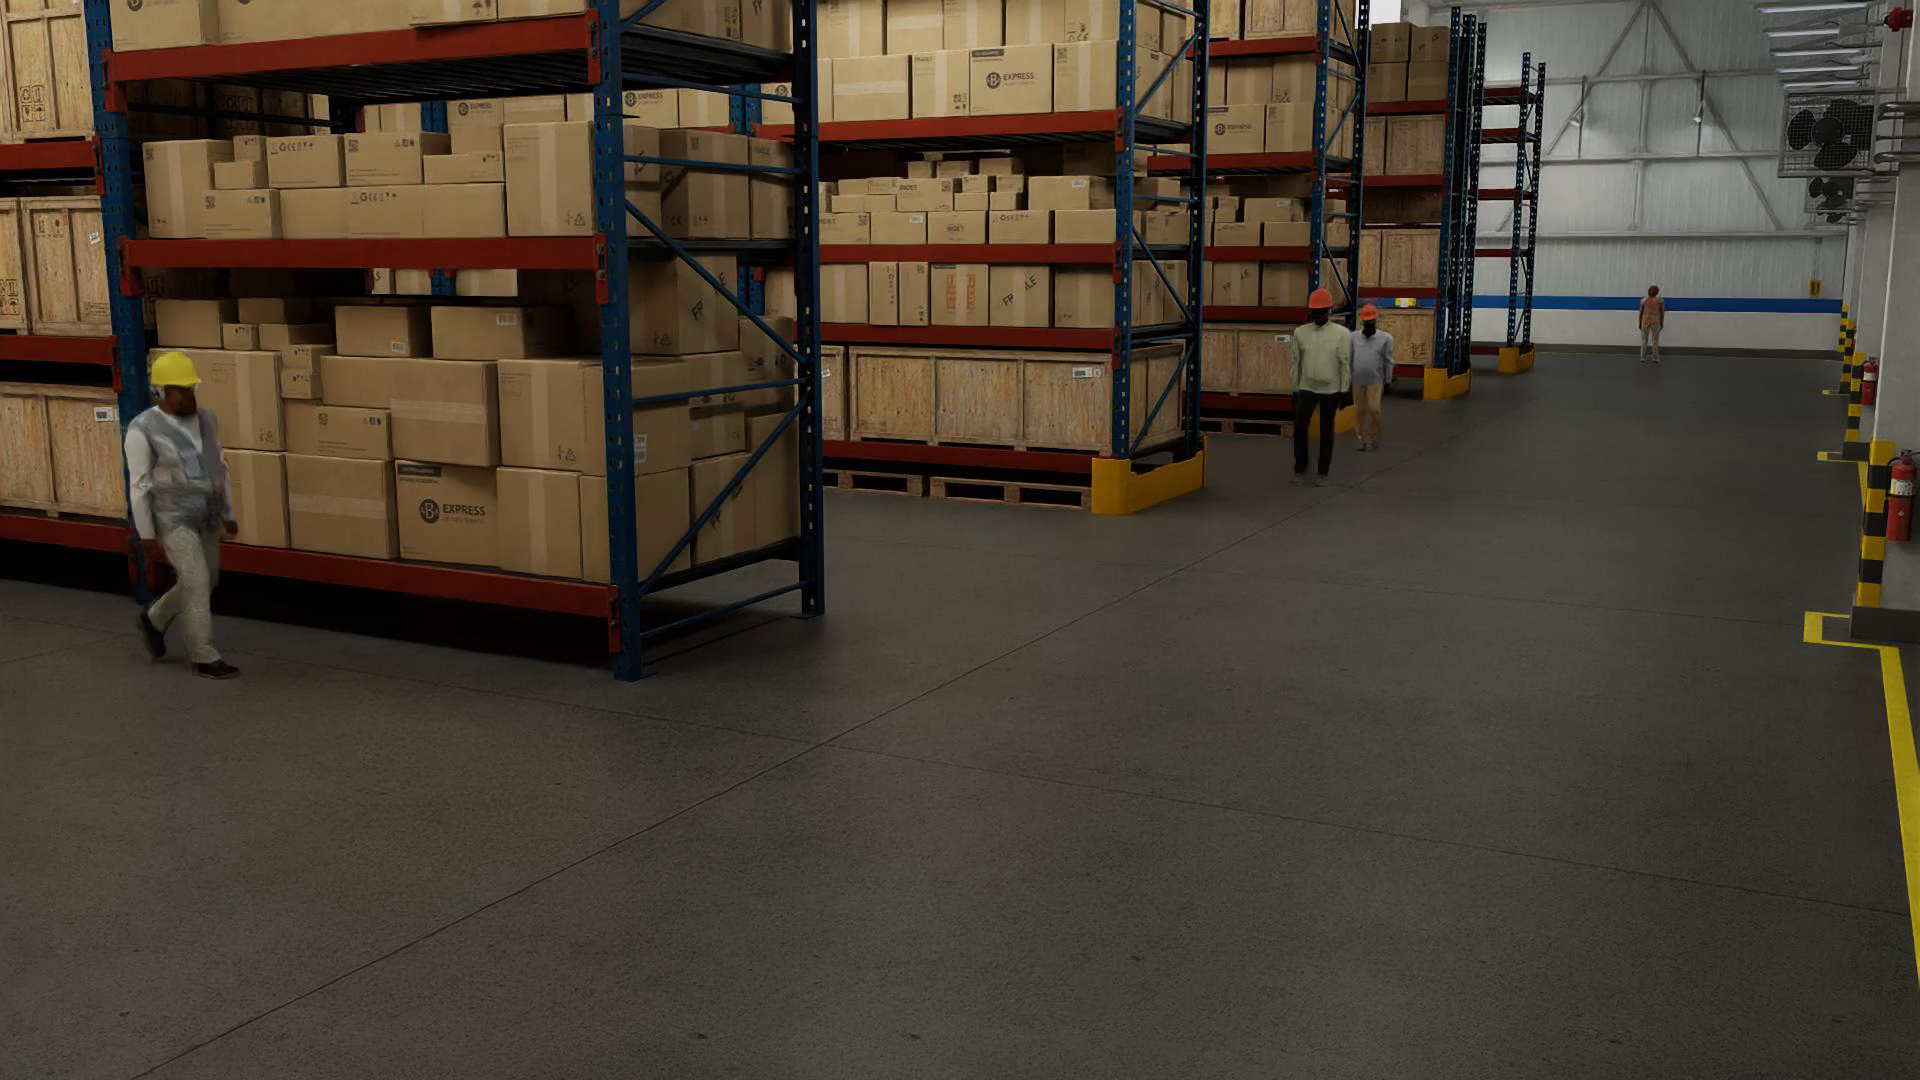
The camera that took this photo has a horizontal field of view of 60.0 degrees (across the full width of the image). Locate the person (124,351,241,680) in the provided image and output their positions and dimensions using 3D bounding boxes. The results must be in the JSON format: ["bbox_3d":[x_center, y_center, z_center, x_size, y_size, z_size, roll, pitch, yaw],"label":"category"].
[{"bbox_3d":[-4.328,-0.143,9.184,0.763,1.806,0.594,3,10,17],"label":"person"}]

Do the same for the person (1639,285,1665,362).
[{"bbox_3d":[14.757,-4.609,35.517,0.514,1.641,0.315,6,11,31],"label":"person"}]

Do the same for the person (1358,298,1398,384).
[{"bbox_3d":[7.328,-3.716,29.649,1.009,1.885,0.647,6,11,31],"label":"person"}]

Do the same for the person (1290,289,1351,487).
[{"bbox_3d":[3.552,-1.488,16.499,0.617,1.973,0.675,4,11,22],"label":"person"}]

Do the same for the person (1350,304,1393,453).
[{"bbox_3d":[4.740,-1.878,19.429,0.567,1.730,0.531,5,11,25],"label":"person"}]
